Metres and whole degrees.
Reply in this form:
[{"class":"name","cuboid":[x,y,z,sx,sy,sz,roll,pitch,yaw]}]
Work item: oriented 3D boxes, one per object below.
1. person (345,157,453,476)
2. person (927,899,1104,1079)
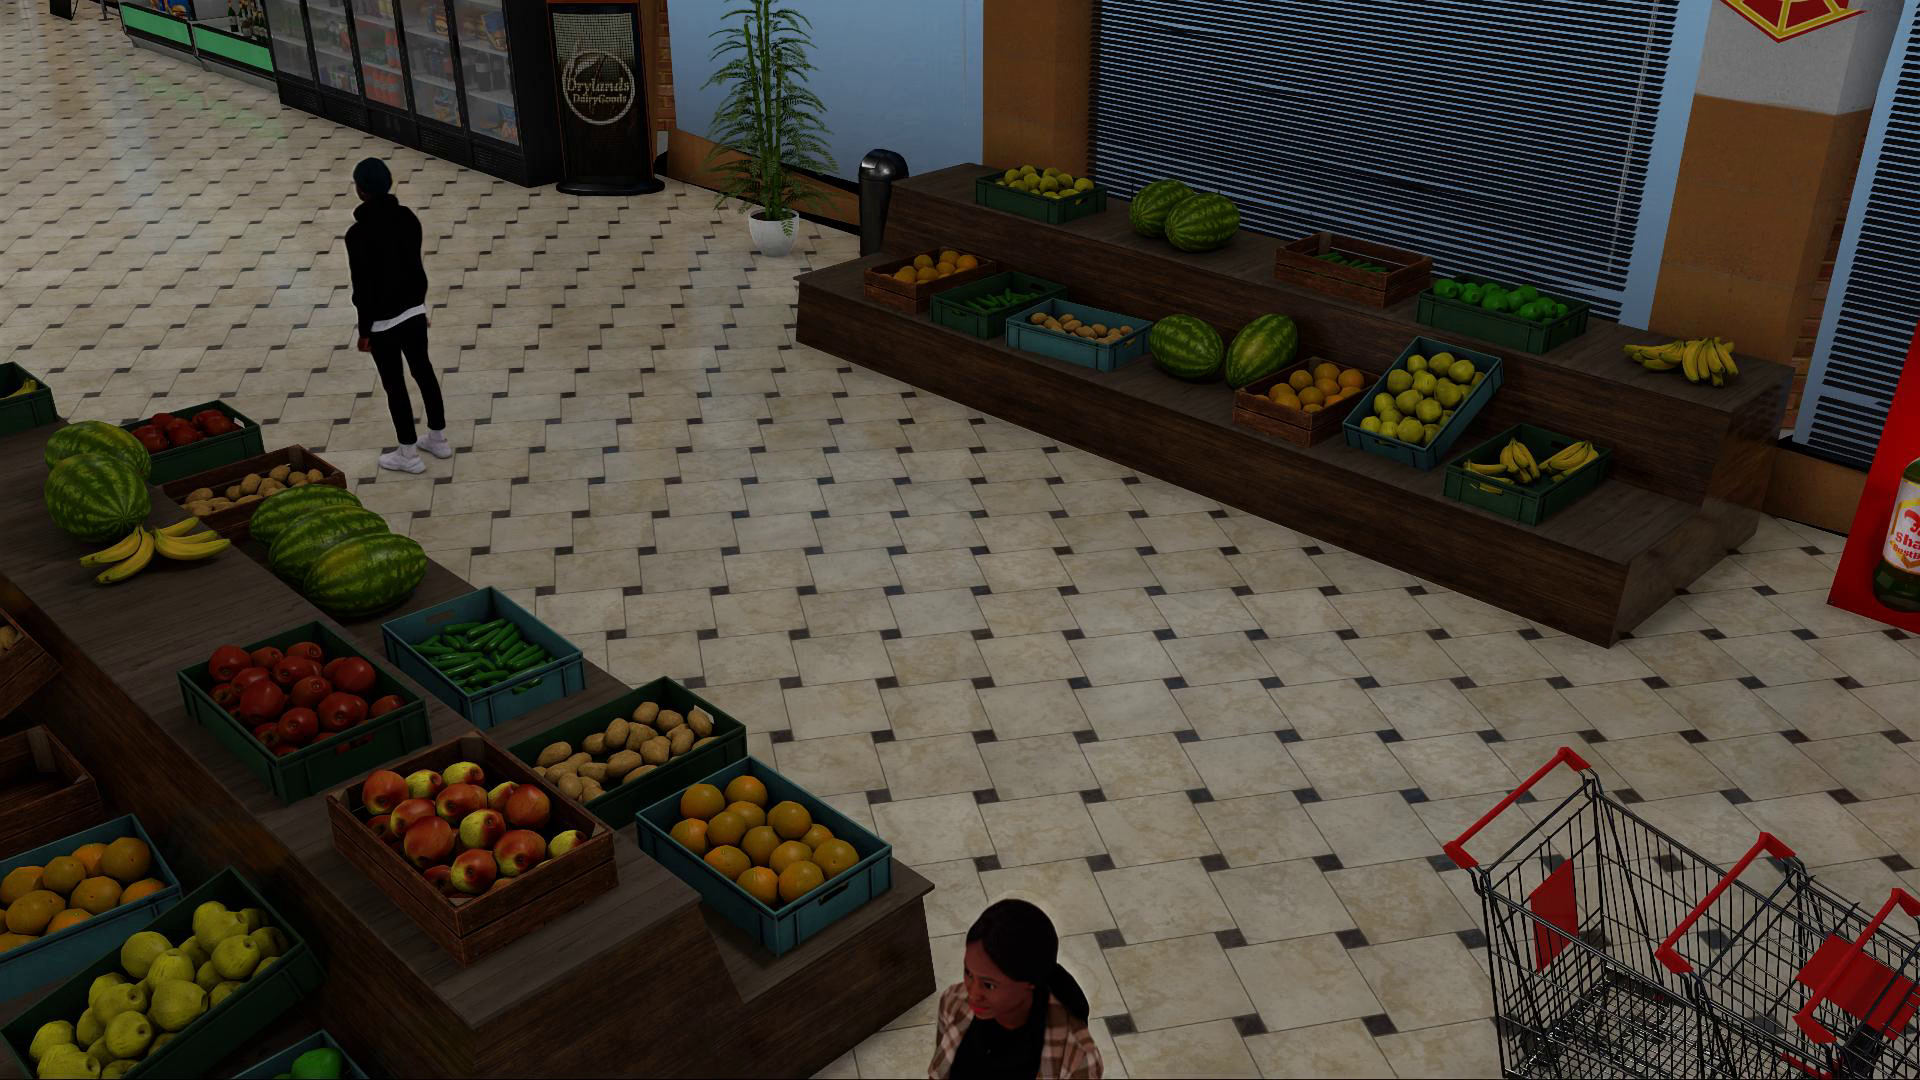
[{"class":"person","cuboid":[-3.204,-1.275,9.448,0.680,1.818,0.732,14,30,26]},{"class":"person","cuboid":[0.117,1.560,3.884,0.540,1.794,0.685,17,32,30]}]
